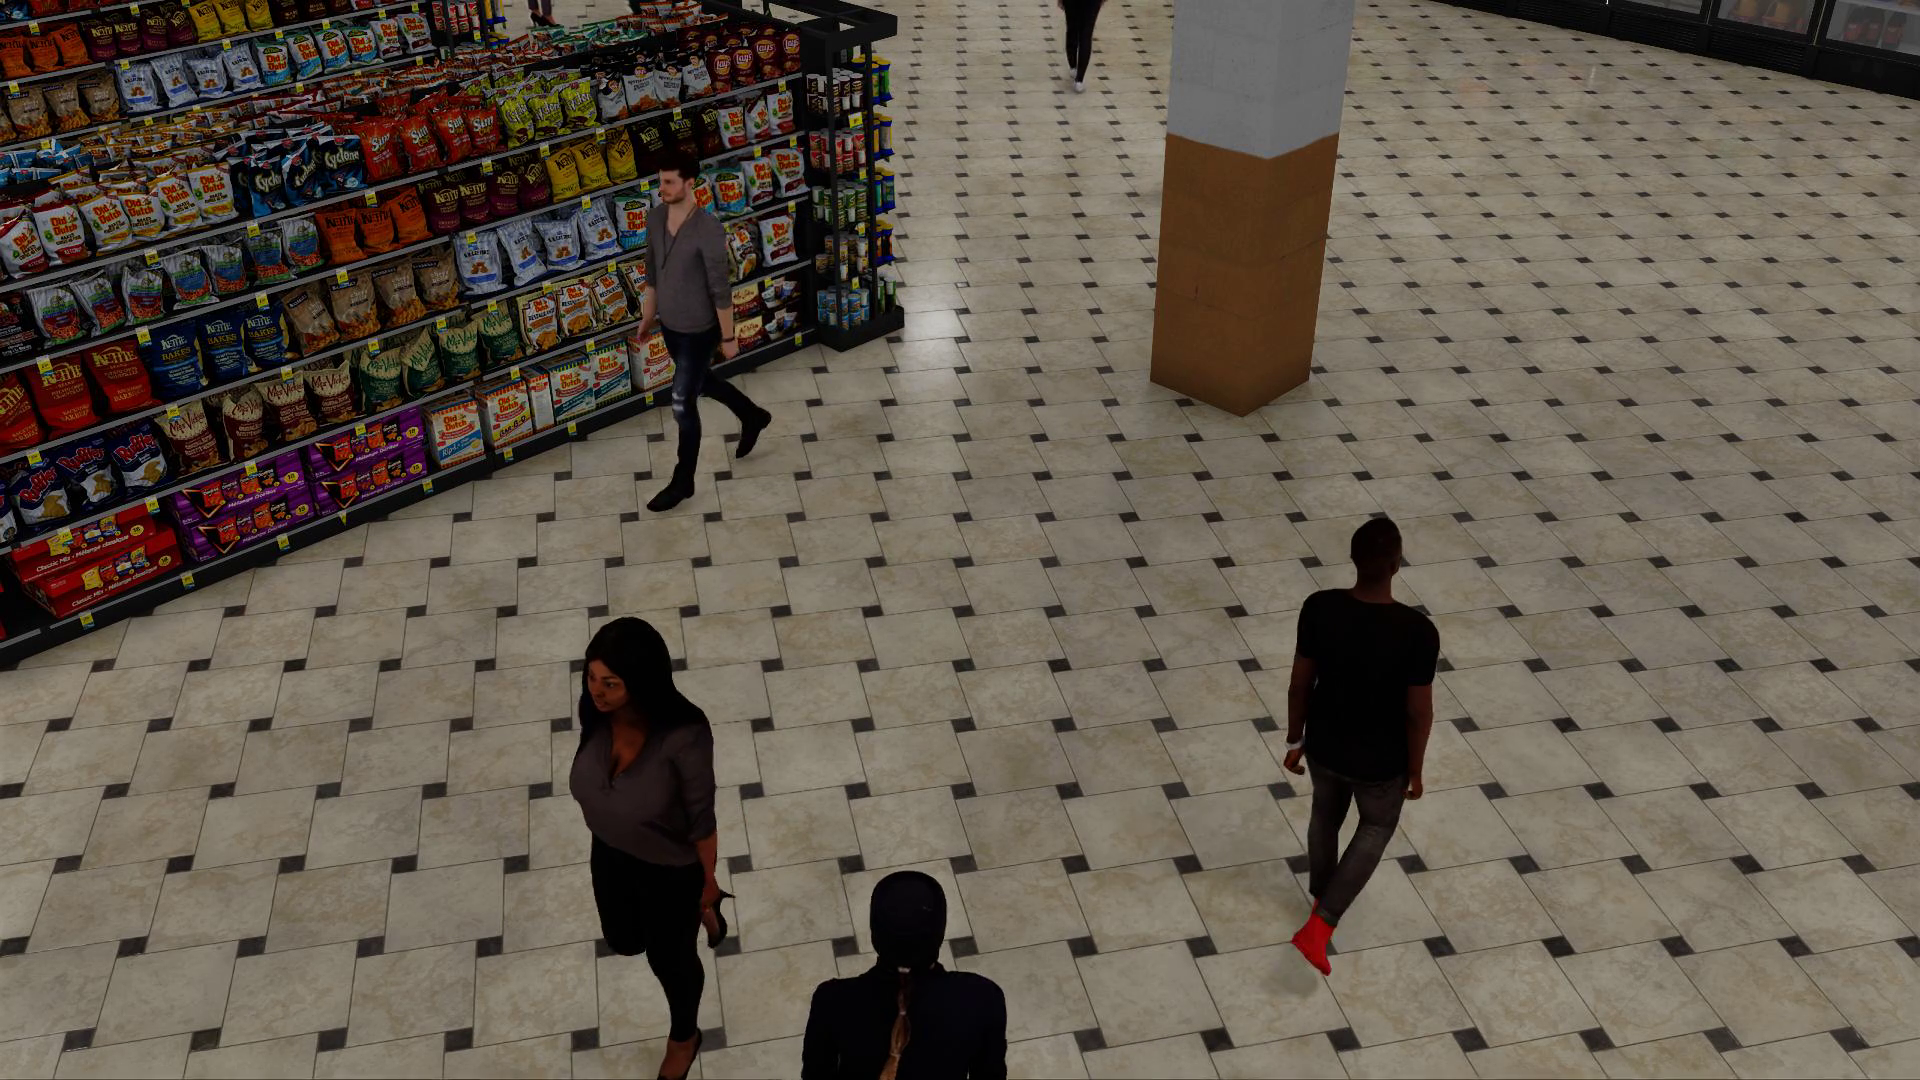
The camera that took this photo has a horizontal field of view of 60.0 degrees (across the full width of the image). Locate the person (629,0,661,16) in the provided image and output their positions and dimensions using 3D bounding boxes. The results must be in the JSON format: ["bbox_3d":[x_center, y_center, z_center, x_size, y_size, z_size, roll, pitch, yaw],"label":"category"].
[{"bbox_3d":[-2.151,-2.986,11.699,0.540,1.817,0.660,-28,41,-37],"label":"person"}]

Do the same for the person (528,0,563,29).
[{"bbox_3d":[-4.233,-5.959,16.620,0.554,1.666,0.593,-24,39,-33],"label":"person"}]

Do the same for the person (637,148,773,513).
[{"bbox_3d":[-1.336,-1.135,8.674,0.681,1.870,1.168,27,41,36],"label":"person"}]

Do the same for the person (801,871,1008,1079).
[{"bbox_3d":[-0.172,1.602,4.465,0.788,1.669,0.870,-3,32,-5],"label":"person"}]

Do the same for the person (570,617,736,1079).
[{"bbox_3d":[-0.914,0.972,5.334,0.803,1.822,0.992,16,35,24],"label":"person"}]

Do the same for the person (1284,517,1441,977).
[{"bbox_3d":[1.327,0.756,5.709,0.772,1.793,0.993,19,37,27],"label":"person"}]

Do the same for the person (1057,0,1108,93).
[{"bbox_3d":[1.087,-4.813,14.783,0.910,1.662,1.001,3,32,5],"label":"person"}]
